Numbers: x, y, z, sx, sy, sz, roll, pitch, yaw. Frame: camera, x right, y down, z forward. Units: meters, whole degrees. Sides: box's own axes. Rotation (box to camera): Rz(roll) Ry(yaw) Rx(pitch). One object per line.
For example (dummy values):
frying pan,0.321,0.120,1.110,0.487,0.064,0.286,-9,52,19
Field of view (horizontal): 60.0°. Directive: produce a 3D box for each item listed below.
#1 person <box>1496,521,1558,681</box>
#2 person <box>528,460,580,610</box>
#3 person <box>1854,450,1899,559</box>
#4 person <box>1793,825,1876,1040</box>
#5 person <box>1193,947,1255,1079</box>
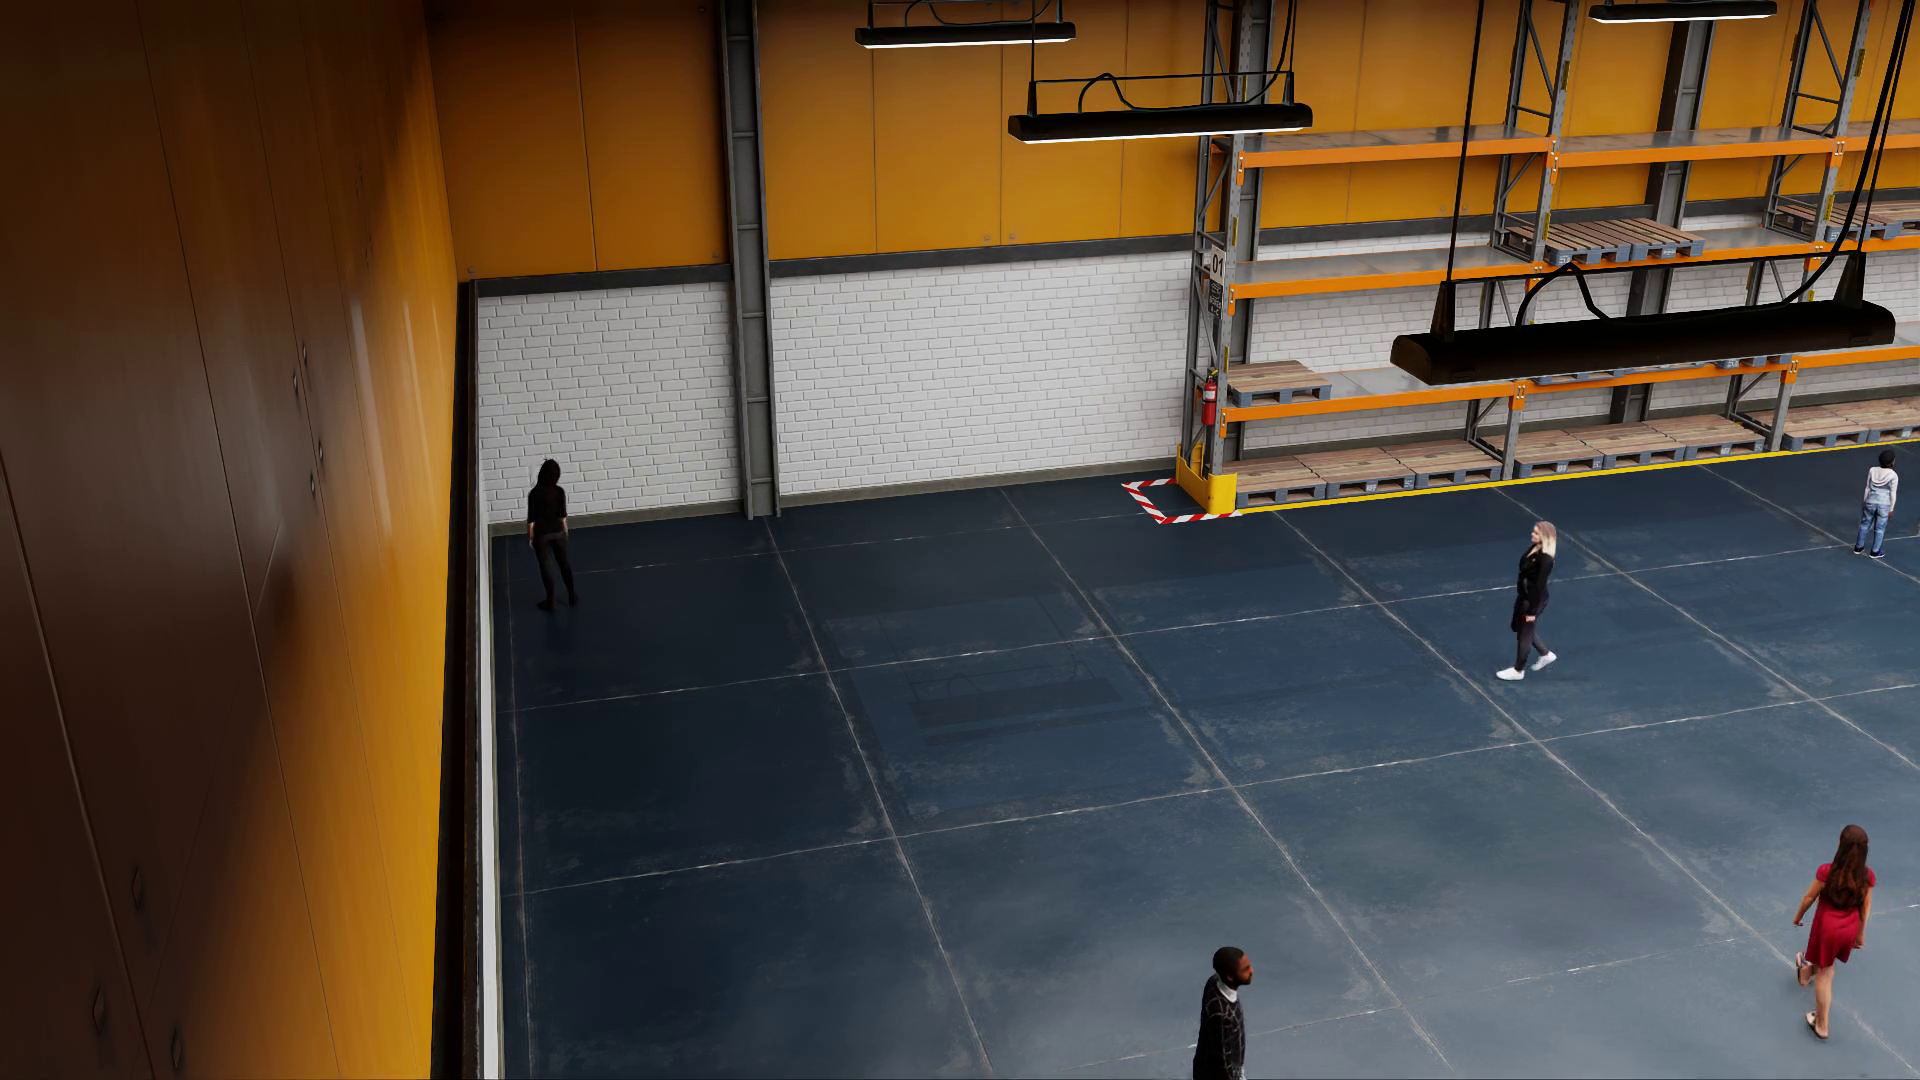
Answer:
person,5.554,0.592,15.907,0.890,1.679,0.782,2,24,5
person,-4.318,-0.048,17.437,0.752,1.625,0.630,20,30,38
person,10.342,-0.419,18.740,0.593,1.261,0.556,-19,30,-37
person,5.963,2.688,11.319,1.021,1.513,0.866,3,24,7
person,1.435,3.182,9.836,1.206,1.795,1.011,6,24,12
